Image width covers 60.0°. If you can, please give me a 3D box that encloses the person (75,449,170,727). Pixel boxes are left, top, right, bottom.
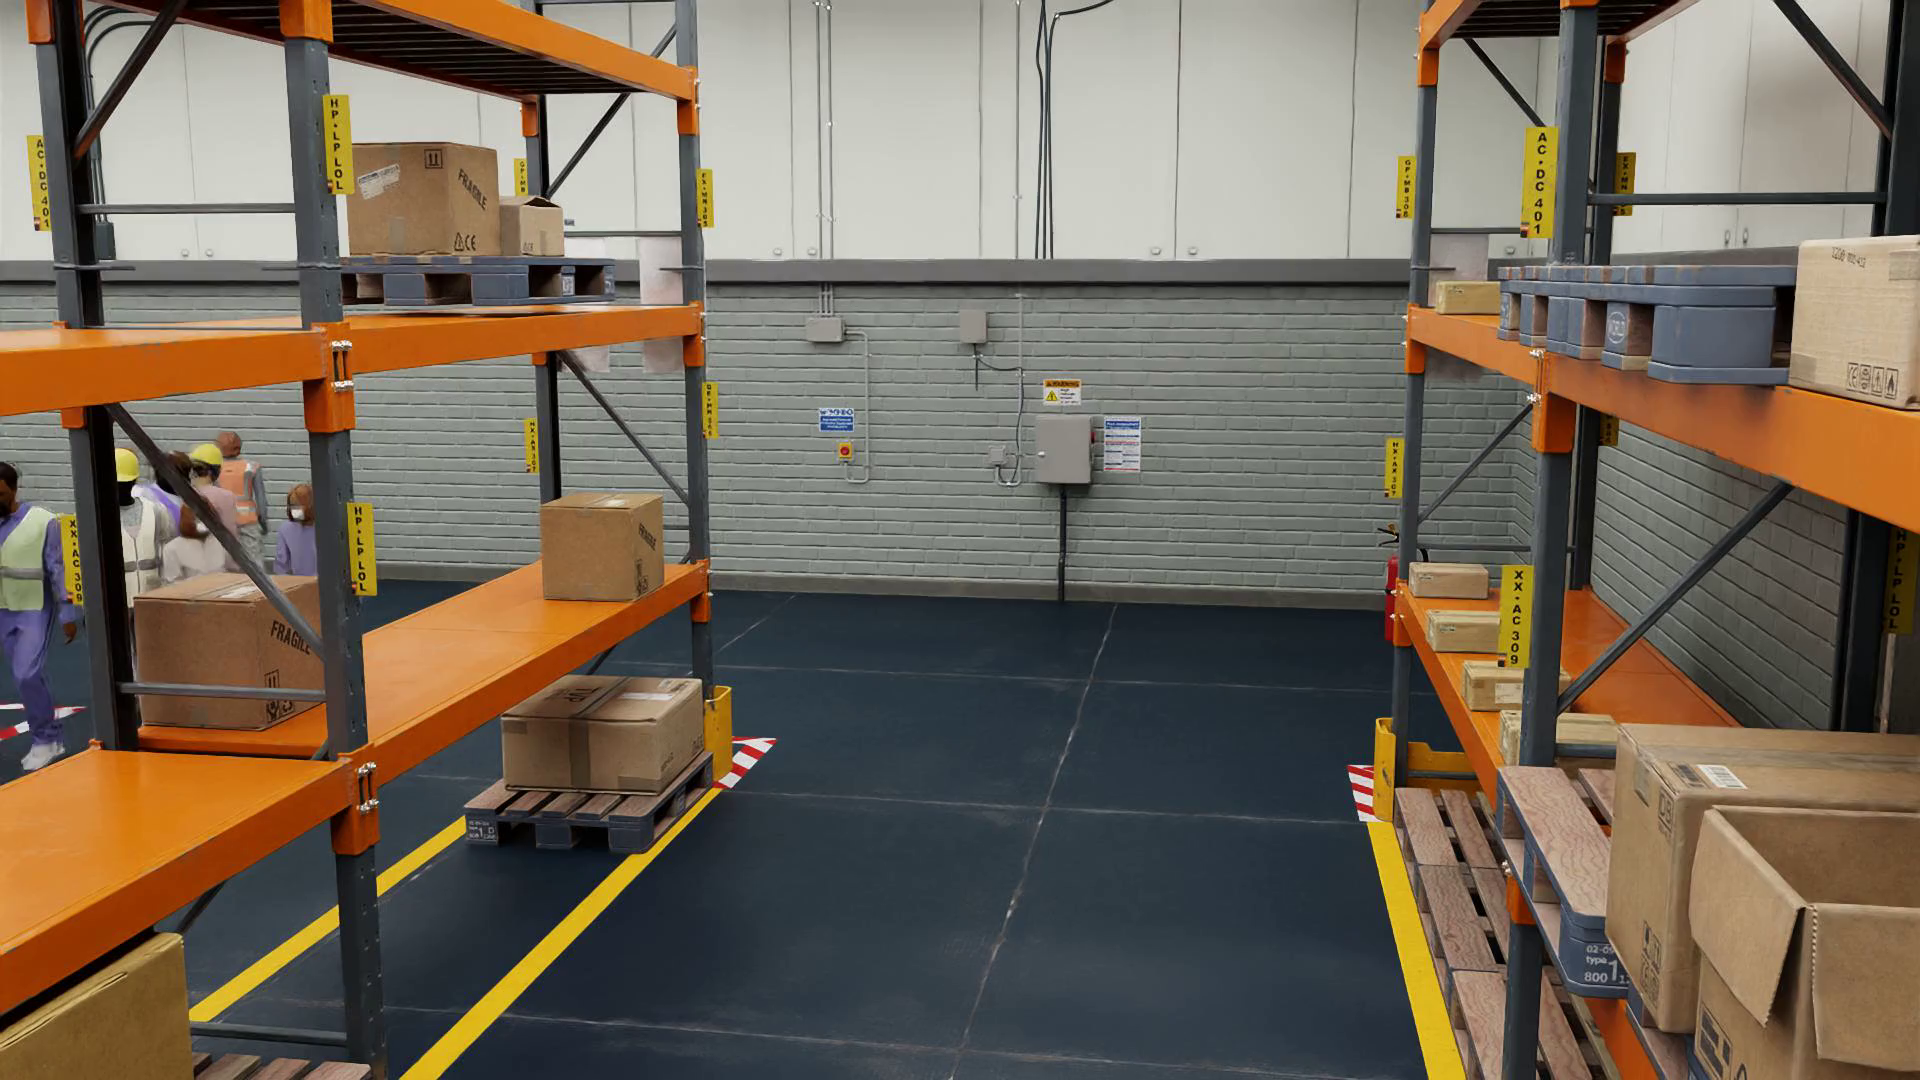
[{"bbox_3d":[-5.258,0.376,10.537,0.372,1.921,0.594,7,12,37],"label":"person"}]

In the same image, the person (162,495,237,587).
[{"bbox_3d":[-4.784,0.513,10.654,0.581,1.608,0.520,6,11,33],"label":"person"}]

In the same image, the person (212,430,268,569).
[{"bbox_3d":[-6.377,-0.145,14.643,0.525,1.636,0.319,-3,10,-20],"label":"person"}]

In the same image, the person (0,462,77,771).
[{"bbox_3d":[-5.727,0.461,10.105,0.645,1.886,0.586,2,9,9],"label":"person"}]
